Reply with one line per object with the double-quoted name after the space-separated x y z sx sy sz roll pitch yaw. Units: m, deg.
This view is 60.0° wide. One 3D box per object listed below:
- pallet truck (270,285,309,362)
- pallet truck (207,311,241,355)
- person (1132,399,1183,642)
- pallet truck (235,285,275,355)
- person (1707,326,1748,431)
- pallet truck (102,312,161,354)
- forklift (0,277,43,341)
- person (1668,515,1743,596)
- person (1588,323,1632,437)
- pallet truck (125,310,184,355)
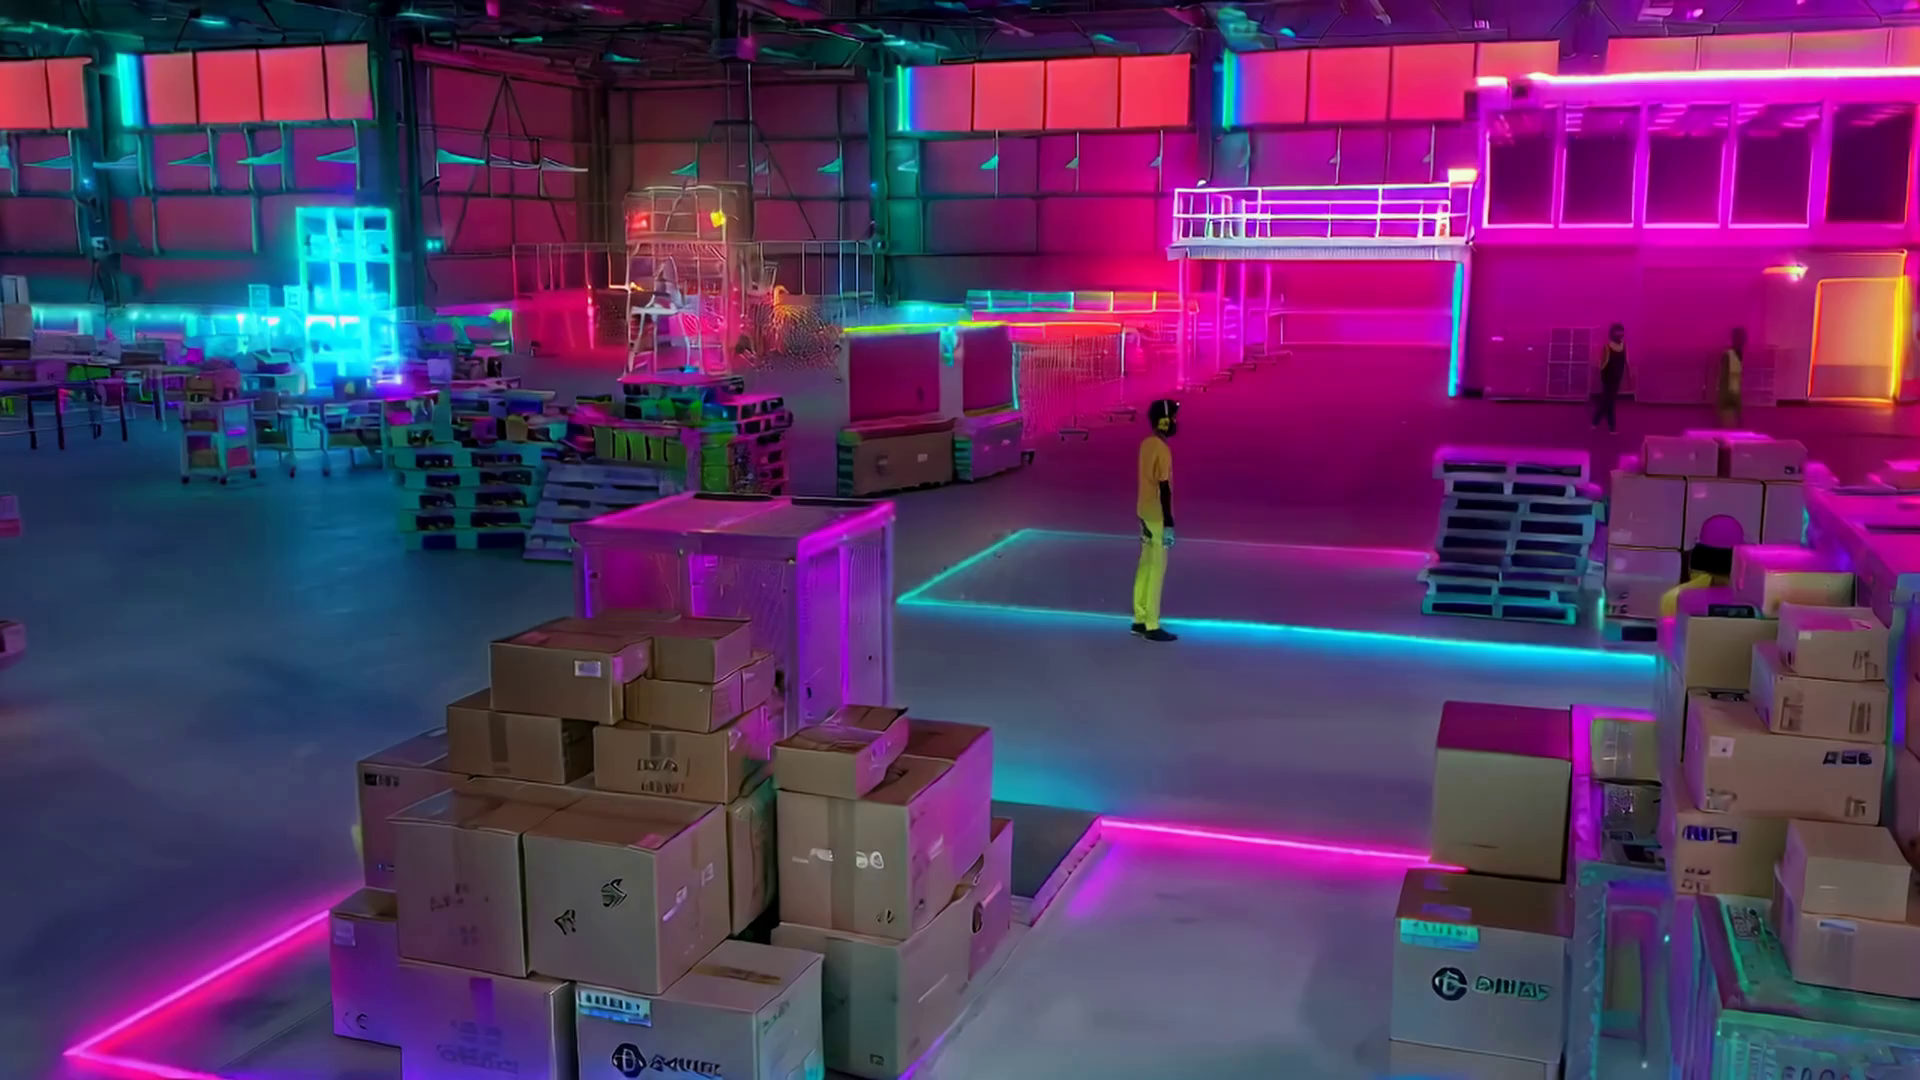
-17.147 -5.700 43.663 0.823 1.965 1.885 3 11 17 "pallet truck"
-19.537 -5.575 44.913 0.653 1.274 1.630 3 11 19 "pallet truck"
1.519 -0.153 12.796 0.312 1.864 0.532 -3 10 -16 "person"
-18.327 -5.835 44.421 0.823 1.965 1.885 4 11 23 "pallet truck"
10.939 -2.052 23.440 0.596 1.887 0.868 -7 12 -36 "person"
-23.057 -5.777 46.261 0.680 1.201 1.601 3 11 19 "pallet truck"
-27.151 -6.329 46.328 1.157 1.987 2.680 3 11 17 "forklift"
3.652 0.742 8.097 0.483 1.745 0.305 1 10 6 "person"
10.358 -2.569 26.581 0.517 1.814 0.873 -4 11 -22 "person"
-22.038 -5.665 45.457 0.704 1.261 1.522 3 11 17 "pallet truck"
